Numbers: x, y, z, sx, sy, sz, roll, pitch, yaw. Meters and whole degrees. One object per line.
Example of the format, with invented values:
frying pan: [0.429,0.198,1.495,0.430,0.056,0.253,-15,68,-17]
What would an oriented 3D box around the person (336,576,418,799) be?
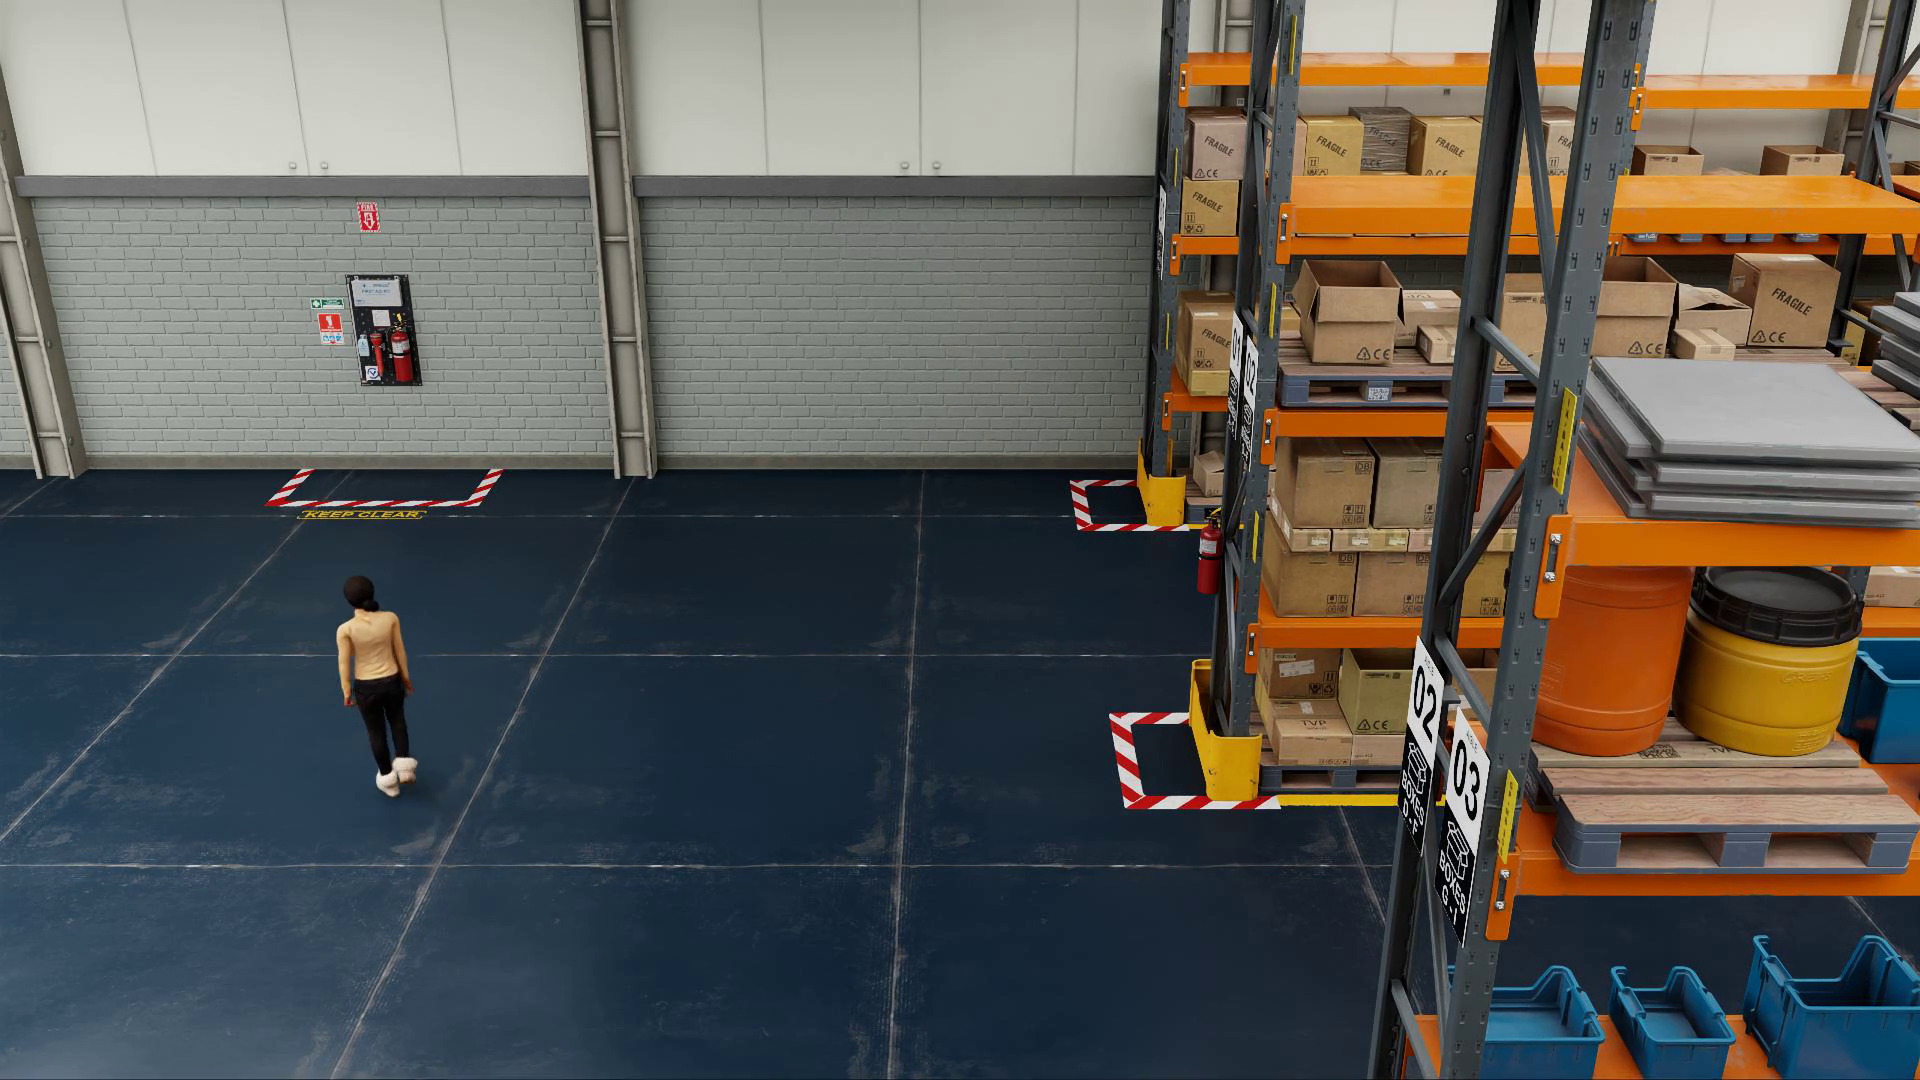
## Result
person: [-3.906,1.018,11.246,0.730,1.647,0.802,-14,27,-30]
